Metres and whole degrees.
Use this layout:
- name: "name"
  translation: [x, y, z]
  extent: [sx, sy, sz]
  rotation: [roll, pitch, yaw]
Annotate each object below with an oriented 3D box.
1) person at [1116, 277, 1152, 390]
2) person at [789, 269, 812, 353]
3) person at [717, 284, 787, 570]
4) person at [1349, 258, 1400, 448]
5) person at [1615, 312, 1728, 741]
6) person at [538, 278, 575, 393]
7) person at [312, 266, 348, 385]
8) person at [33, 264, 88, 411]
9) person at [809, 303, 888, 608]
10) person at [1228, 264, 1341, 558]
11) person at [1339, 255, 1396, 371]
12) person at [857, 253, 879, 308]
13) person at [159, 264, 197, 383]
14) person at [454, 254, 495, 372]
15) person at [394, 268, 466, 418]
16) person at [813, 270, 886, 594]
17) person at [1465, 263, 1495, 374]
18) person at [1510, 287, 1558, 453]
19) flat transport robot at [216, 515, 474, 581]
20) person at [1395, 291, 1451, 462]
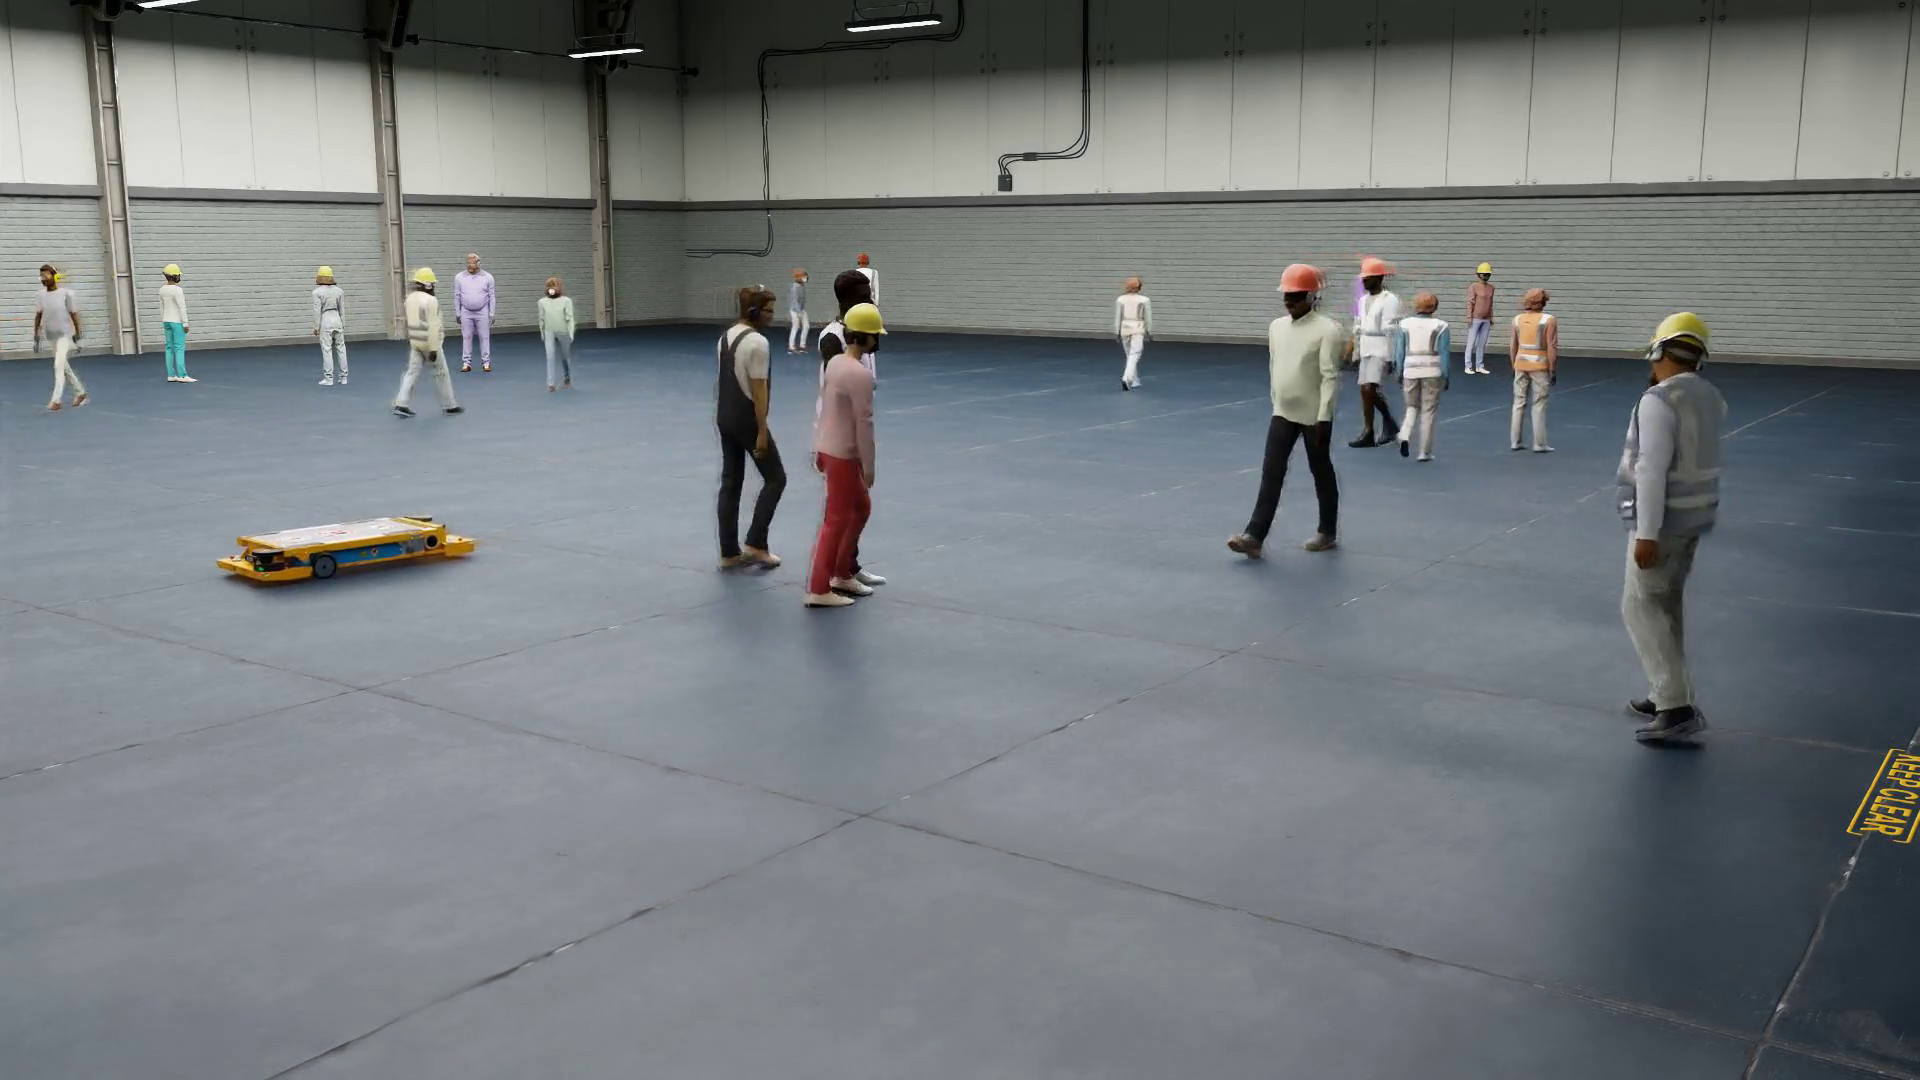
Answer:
- name: "person"
  translation: [2.453, -2.935, 23.650]
  extent: [0.526, 1.605, 0.805]
  rotation: [6, 12, 29]
- name: "person"
  translation: [-3.037, -4.298, 31.294]
  extent: [0.510, 1.588, 0.531]
  rotation: [4, 11, 21]
- name: "person"
  translation: [-1.341, -0.705, 10.568]
  extent: [0.502, 1.815, 0.555]
  rotation: [-10, 14, -43]
- name: "person"
  translation: [4.187, -1.883, 16.863]
  extent: [0.423, 1.922, 0.568]
  rotation: [-4, 11, -21]
- name: "person"
  translation: [3.043, -0.067, 7.094]
  extent: [0.711, 1.786, 0.521]
  rotation: [-10, 14, -43]
- name: "person"
  translation: [-5.679, -2.903, 23.501]
  extent: [0.512, 1.606, 0.801]
  rotation: [0, 10, -2]
- name: "person"
  translation: [-9.295, -3.156, 24.500]
  extent: [0.295, 1.744, 0.484]
  rotation: [8, 13, 39]
- name: "person"
  translation: [-11.341, -2.558, 20.949]
  extent: [0.534, 1.827, 0.973]
  rotation: [1, 10, 6]
- name: "person"
  translation: [-0.640, -0.477, 9.491]
  extent: [0.557, 1.732, 0.542]
  rotation: [-4, 11, -23]
- name: "person"
  translation: [2.220, -0.842, 10.990]
  extent: [1.040, 1.932, 0.638]
  rotation: [-9, 13, -40]
- name: "person"
  translation: [6.667, -3.673, 27.002]
  extent: [1.004, 1.878, 0.564]
  rotation: [1, 10, 7]
- name: "person"
  translation: [-1.823, -4.500, 31.639]
  extent: [0.574, 1.883, 0.356]
  rotation: [-3, 10, -15]
- name: "person"
  translation: [-11.730, -3.235, 24.880]
  extent: [0.523, 1.769, 0.314]
  rotation: [6, 12, 30]
- name: "person"
  translation: [-7.857, -3.669, 26.933]
  extent: [0.636, 1.903, 0.404]
  rotation: [-2, 10, -10]
- name: "person"
  translation: [-6.419, -2.355, 19.895]
  extent: [0.606, 1.792, 0.915]
  rotation: [8, 13, 38]
- name: "person"
  translation: [-0.665, -0.644, 9.939]
  extent: [0.392, 1.920, 0.588]
  rotation: [2, 10, 12]
- name: "person"
  translation: [8.293, -3.515, 26.449]
  extent: [0.533, 1.767, 0.327]
  rotation: [-5, 11, -26]
- name: "person"
  translation: [5.712, -1.690, 16.580]
  extent: [0.308, 1.639, 0.522]
  rotation: [-8, 13, -36]
- name: "flat transport robot"
  translation: [-3.949, 0.038, 10.734]
  extent: [0.652, 0.197, 1.431]
  rotation: [9, 14, 42]
- name: "person"
  translation: [4.408, -1.552, 15.828]
  extent: [0.541, 1.622, 0.391]
  rotation: [7, 12, 35]
